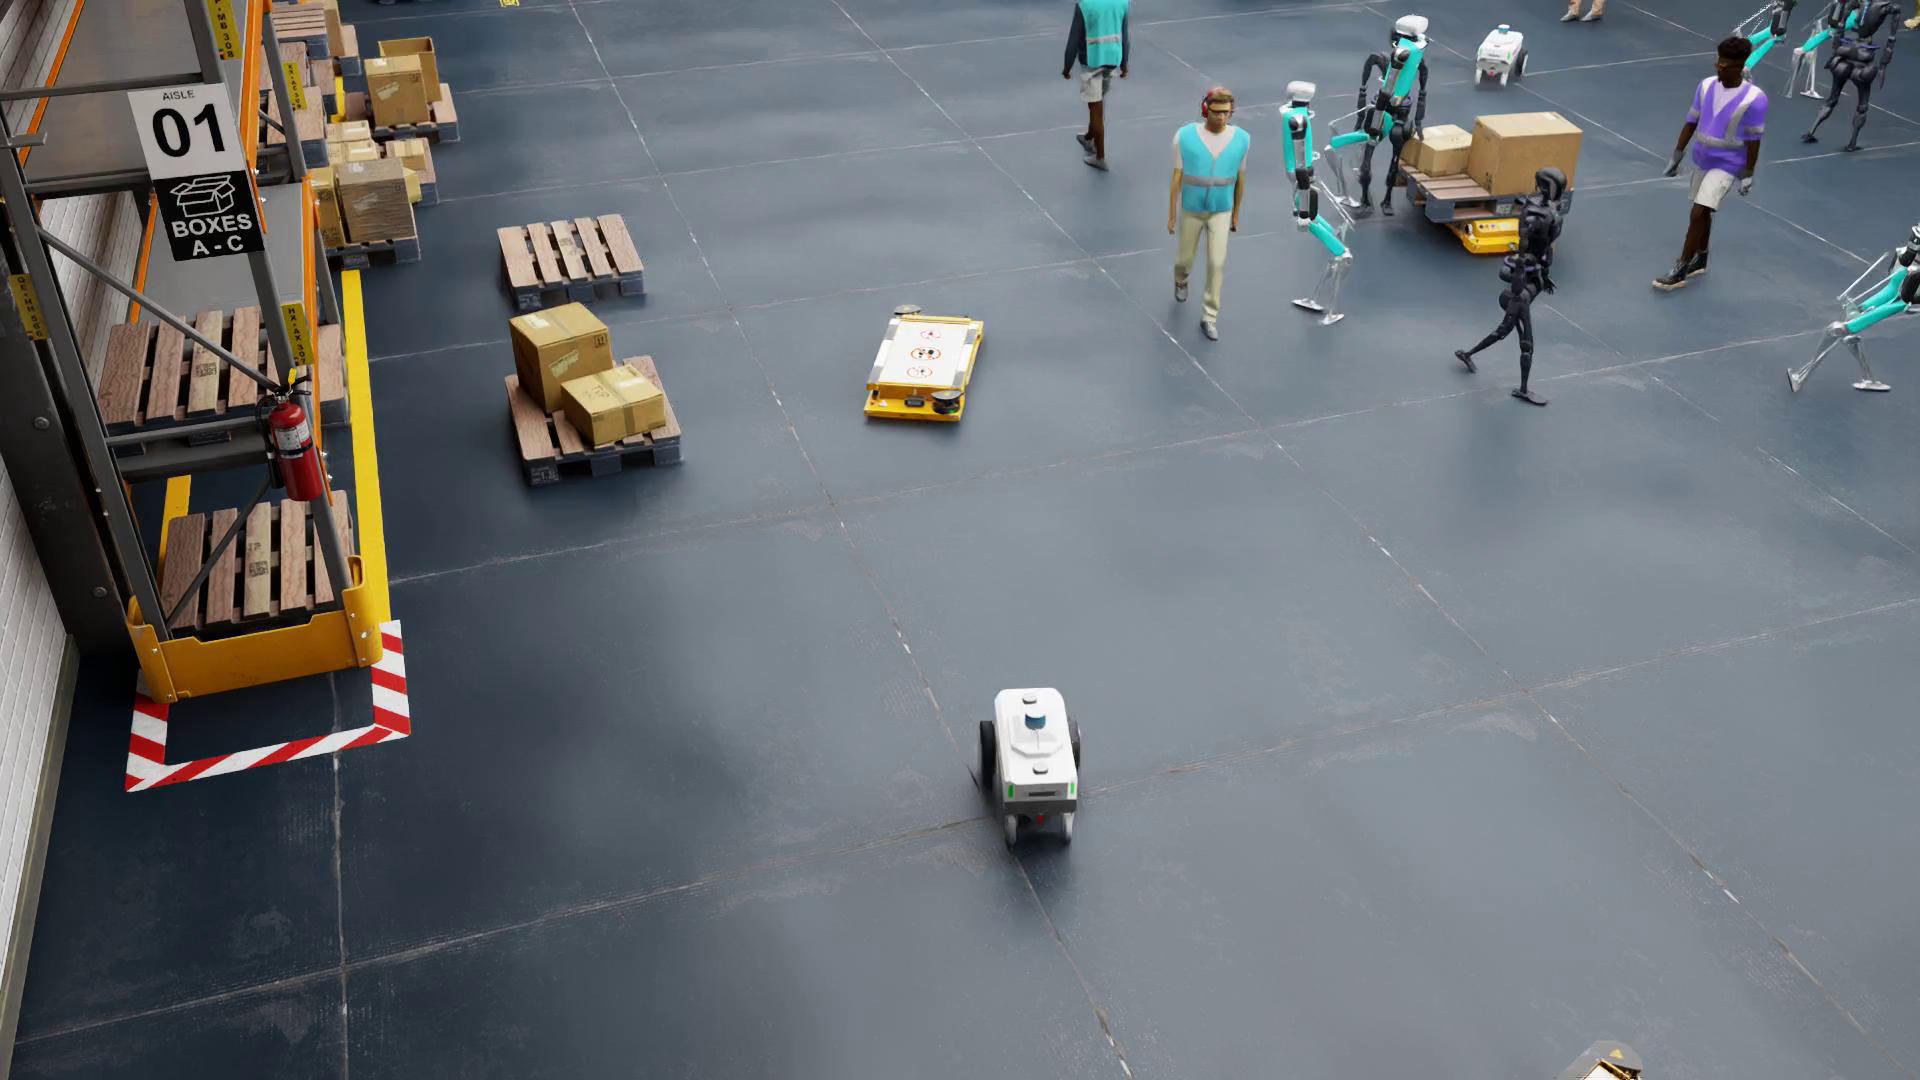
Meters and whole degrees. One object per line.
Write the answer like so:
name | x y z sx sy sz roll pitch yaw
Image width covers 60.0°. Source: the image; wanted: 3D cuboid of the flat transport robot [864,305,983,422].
flat transport robot | -0.238 -1.260 11.792 0.659 0.231 1.431 4 33 6

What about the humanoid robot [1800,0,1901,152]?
humanoid robot | 8.286 -4.446 15.399 0.405 1.641 0.593 -20 38 -28

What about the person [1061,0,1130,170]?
person | 1.184 -4.382 15.084 0.585 1.907 0.877 -17 37 -24

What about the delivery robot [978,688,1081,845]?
delivery robot | 0.355 1.035 7.981 0.499 0.563 0.738 -2 33 -3

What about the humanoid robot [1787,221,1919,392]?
humanoid robot | 6.161 -1.756 11.245 0.949 1.808 0.563 6 34 9

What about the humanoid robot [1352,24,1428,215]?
humanoid robot | 3.626 -3.542 14.004 0.603 1.650 0.359 11 35 16

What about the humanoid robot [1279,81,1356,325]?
humanoid robot | 2.722 -2.488 12.343 0.838 1.790 0.610 2 33 4

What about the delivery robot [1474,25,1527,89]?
delivery robot | 5.631 -5.074 17.366 0.499 0.580 0.757 15 36 21

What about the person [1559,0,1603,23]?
person | 7.193 -6.663 18.824 0.669 1.619 0.488 -15 36 -22

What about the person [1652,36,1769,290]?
person | 5.686 -2.867 12.726 0.819 1.934 0.620 -14 36 -21

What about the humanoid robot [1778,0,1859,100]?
humanoid robot | 8.694 -5.224 16.596 0.539 1.841 0.813 -18 37 -26

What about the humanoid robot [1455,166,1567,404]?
humanoid robot | 3.822 -1.776 11.349 0.770 1.649 0.596 24 40 32

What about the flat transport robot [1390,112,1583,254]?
flat transport robot | 4.393 -2.813 14.173 0.659 0.231 1.431 -5 33 -8

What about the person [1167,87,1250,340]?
person | 1.791 -2.435 12.173 0.573 1.817 0.714 -1 33 -1

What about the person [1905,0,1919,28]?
person | 10.775 -6.741 18.804 0.550 1.798 0.934 -18 37 -25

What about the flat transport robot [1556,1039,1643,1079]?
flat transport robot | 2.265 2.440 6.116 1.431 0.231 0.659 -26 41 -33

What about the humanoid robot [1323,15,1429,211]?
humanoid robot | 3.410 -3.537 13.979 0.838 1.796 0.544 21 38 28

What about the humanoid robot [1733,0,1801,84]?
humanoid robot | 7.887 -5.091 16.323 0.721 1.799 0.543 14 36 20
